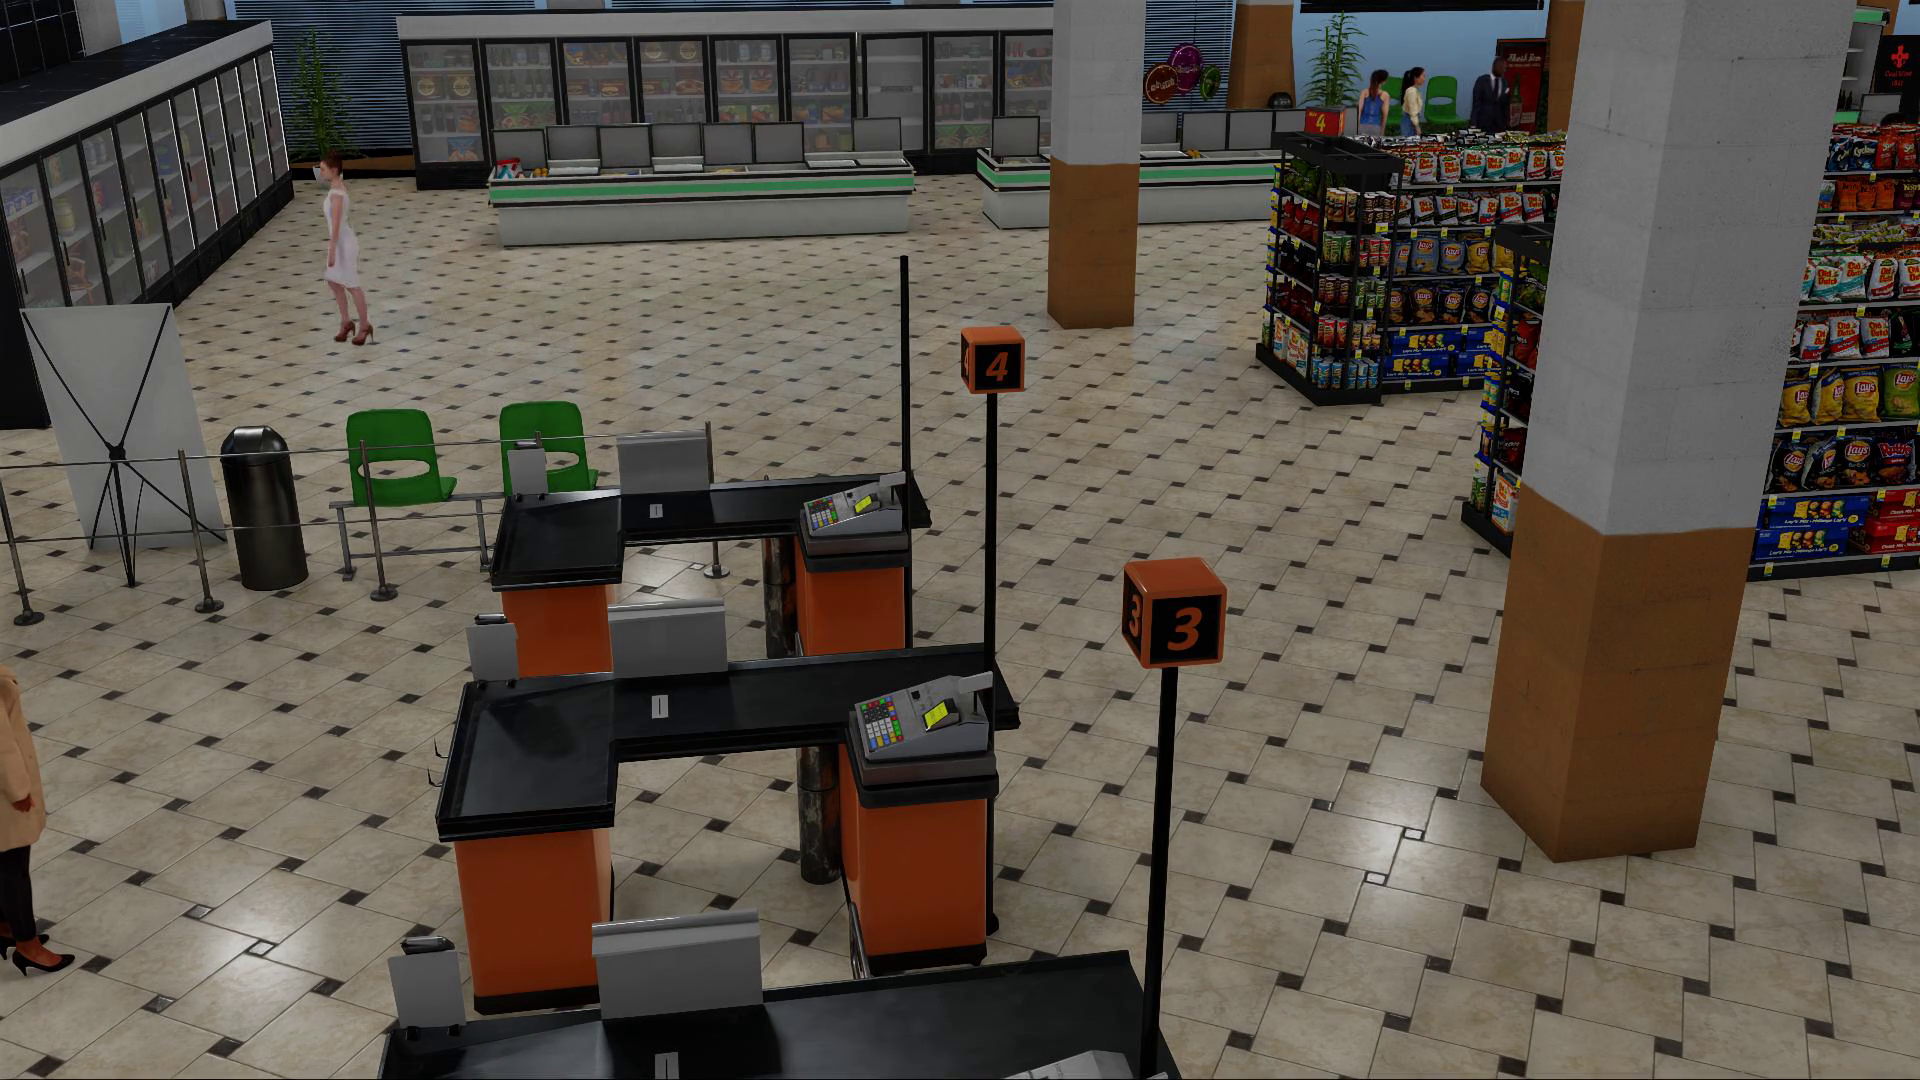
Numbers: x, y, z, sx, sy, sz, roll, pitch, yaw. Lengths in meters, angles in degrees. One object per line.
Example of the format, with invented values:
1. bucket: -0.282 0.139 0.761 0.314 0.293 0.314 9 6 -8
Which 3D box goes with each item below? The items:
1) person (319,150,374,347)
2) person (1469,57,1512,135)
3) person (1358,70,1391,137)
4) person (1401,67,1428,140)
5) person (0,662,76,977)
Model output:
1. person: -5.494 -2.628 15.081 0.639 1.785 0.655 -8 23 -19
2. person: 7.060 -5.562 22.359 0.718 1.803 0.781 -3 22 -8
3. person: 5.589 -5.587 22.717 0.680 1.582 0.781 4 22 11
4. person: 6.166 -5.681 22.892 0.775 1.626 0.753 4 22 10
5. person: -3.742 0.909 6.418 0.722 1.681 0.743 19 29 39
